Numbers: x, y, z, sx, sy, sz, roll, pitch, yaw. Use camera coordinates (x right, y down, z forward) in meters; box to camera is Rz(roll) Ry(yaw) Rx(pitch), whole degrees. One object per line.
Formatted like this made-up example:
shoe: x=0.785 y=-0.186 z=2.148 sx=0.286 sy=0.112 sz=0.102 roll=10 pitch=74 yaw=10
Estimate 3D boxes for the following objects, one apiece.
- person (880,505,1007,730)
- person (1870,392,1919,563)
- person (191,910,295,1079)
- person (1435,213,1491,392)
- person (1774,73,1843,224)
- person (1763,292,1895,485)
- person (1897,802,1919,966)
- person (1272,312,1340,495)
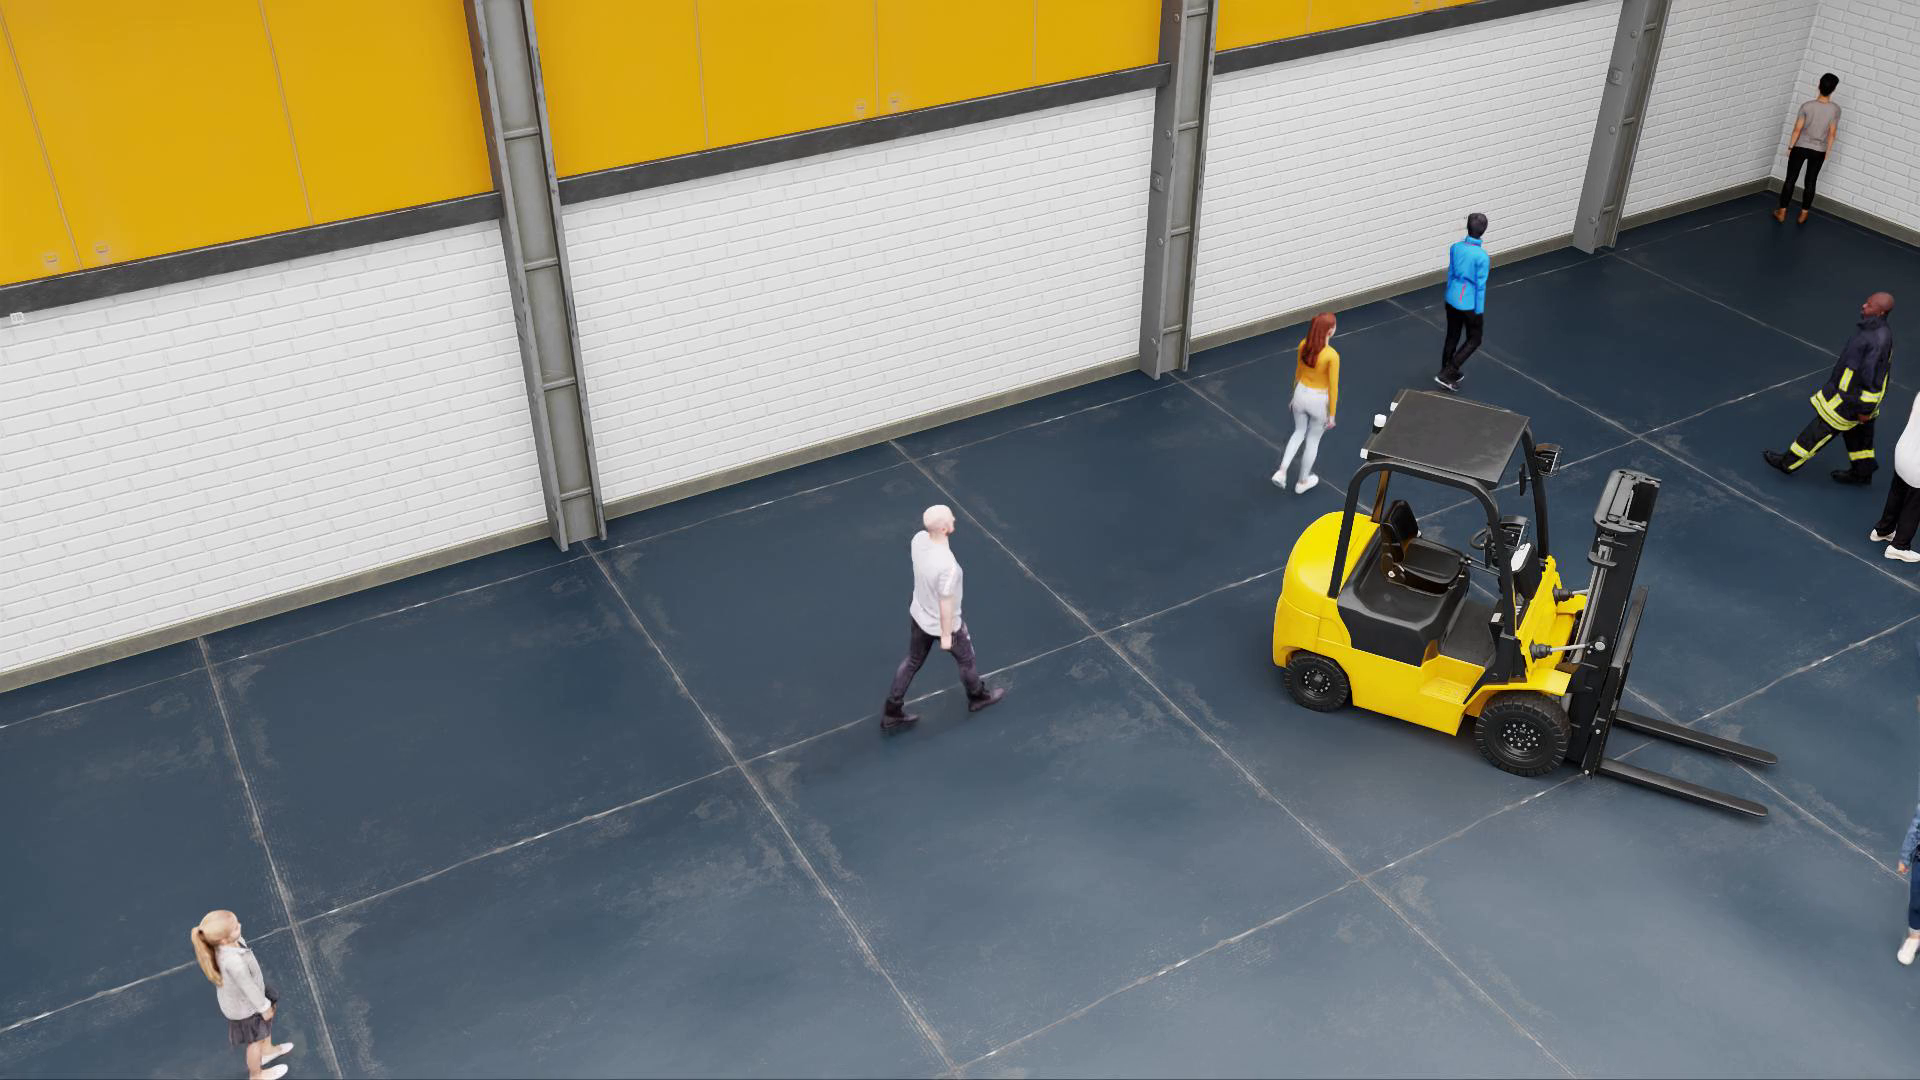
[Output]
person: x=-0.245 y=0.573 z=11.405 sx=1.178 sy=1.785 sz=0.674 roll=-18 pitch=37 yaw=-24
person: x=7.723 y=-0.640 z=13.319 sx=0.785 sy=1.686 sz=0.763 roll=2 pitch=34 yaw=2
person: x=-3.927 y=2.495 z=8.982 sx=0.596 sy=1.265 sz=0.560 roll=-25 pitch=41 yaw=-32
person: x=4.655 y=-2.186 z=15.554 sx=0.729 sy=1.787 sz=0.652 roll=-20 pitch=38 yaw=-27
person: x=9.751 y=-4.500 z=19.094 sx=0.684 sy=1.721 sz=0.722 roll=12 pitch=35 yaw=17
person: x=7.709 y=-1.247 z=14.150 sx=1.247 sy=1.777 sz=1.235 roll=12 pitch=35 yaw=17
person: x=5.774 y=1.861 z=9.755 sx=0.689 sy=1.466 sz=0.707 roll=20 pitch=39 yaw=27
person: x=2.900 y=-1.110 z=13.975 sx=0.860 sy=1.741 sz=0.700 roll=-26 pitch=42 yaw=-33
